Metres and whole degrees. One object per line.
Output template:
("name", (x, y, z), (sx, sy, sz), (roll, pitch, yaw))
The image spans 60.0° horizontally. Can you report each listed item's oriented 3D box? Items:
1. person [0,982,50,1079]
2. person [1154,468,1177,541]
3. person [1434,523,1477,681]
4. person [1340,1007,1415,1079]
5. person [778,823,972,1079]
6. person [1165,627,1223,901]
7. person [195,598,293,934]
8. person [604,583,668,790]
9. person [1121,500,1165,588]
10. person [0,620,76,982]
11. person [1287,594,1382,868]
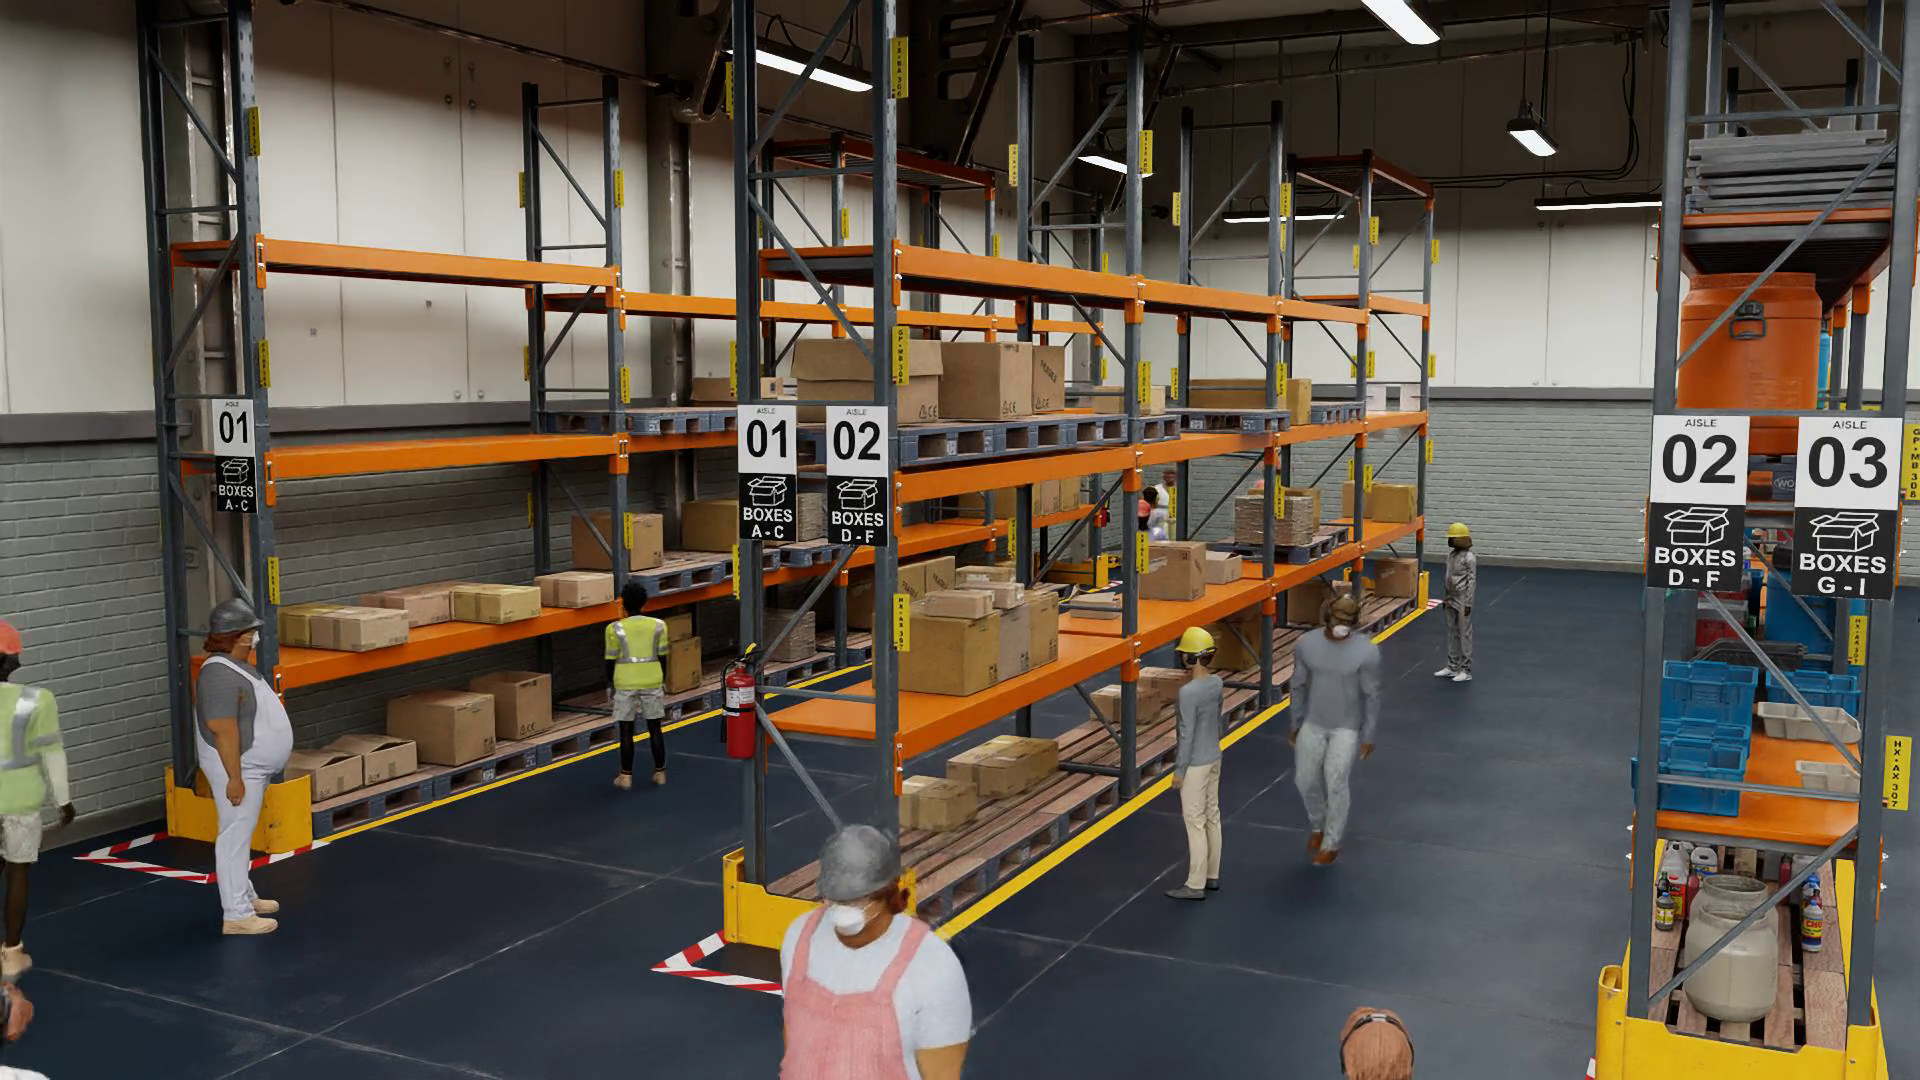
("person", (-2.964, 2.122, 4.937), (0.554, 1.618, 0.321), (-4, 7, -37))
("person", (3.490, -0.334, 27.892), (0.576, 1.802, 0.896), (0, 6, -2))
("person", (5.479, 0.677, 18.339), (0.294, 1.742, 0.492), (-2, 6, -19))
("person", (1.165, 2.131, 4.689), (0.514, 1.642, 0.310), (0, 6, 2))
("person", (-0.346, 1.871, 5.291), (0.703, 2.000, 0.944), (3, 6, 25))
("person", (1.527, 1.442, 10.788), (0.315, 1.769, 0.525), (4, 7, 33))
("person", (-4.378, 1.366, 10.208), (0.539, 2.000, 0.689), (-2, 6, -19))
("person", (-2.645, 1.193, 13.626), (0.544, 1.689, 0.326), (-3, 7, -27))
("person", (2.188, 0.449, 19.903), (0.537, 1.894, 0.995), (1, 6, 10))
("person", (-5.360, 1.459, 9.360), (0.618, 2.025, 0.446), (-1, 6, -8))
("person", (2.544, 1.308, 11.422), (0.657, 1.906, 0.442), (4, 7, 33))
